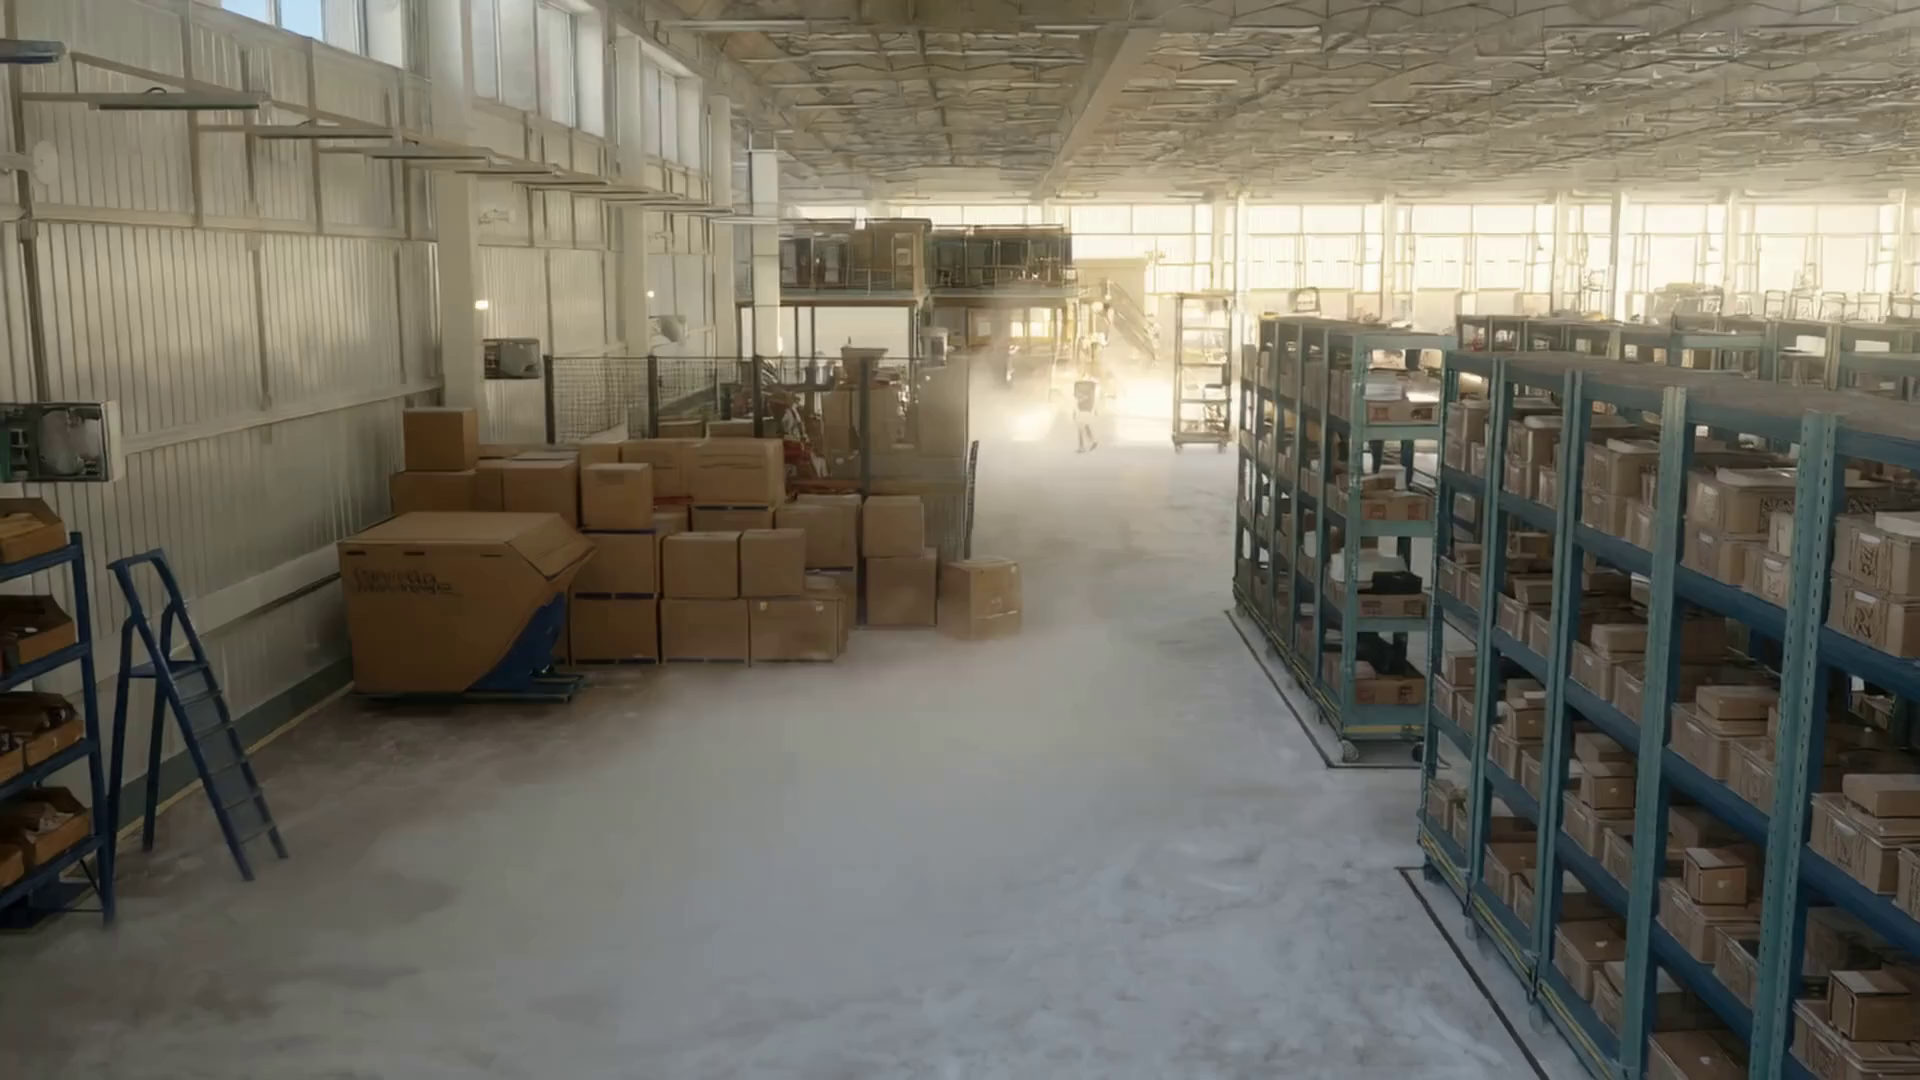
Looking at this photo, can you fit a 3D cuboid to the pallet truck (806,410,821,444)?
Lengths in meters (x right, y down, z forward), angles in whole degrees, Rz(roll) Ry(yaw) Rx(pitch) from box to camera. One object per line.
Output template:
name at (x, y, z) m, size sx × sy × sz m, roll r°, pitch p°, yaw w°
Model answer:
pallet truck at (-3.559, -2.018, 33.905) m, size 1.522 × 1.261 × 0.704 m, roll 0°, pitch 9°, yaw -1°

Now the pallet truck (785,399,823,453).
pallet truck at (-3.814, -2.432, 36.419) m, size 1.630 × 1.274 × 0.653 m, roll 0°, pitch 9°, yaw 1°

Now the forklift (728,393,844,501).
forklift at (-2.979, -1.316, 26.476) m, size 2.680 × 1.987 × 1.157 m, roll 0°, pitch 9°, yaw 1°

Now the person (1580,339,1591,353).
person at (25.499, -7.792, 67.678) m, size 0.785 × 1.884 × 0.644 m, roll 7°, pitch 11°, yaw 36°

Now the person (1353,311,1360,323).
person at (22.325, -12.005, 93.813) m, size 0.429 × 1.844 × 0.626 m, roll 5°, pitch 10°, yaw 28°

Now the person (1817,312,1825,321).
person at (45.794, -11.194, 88.629) m, size 0.448 × 1.900 × 0.600 m, roll -3°, pitch 10°, yaw -17°

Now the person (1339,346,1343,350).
person at (15.033, -7.429, 65.513) m, size 0.312 × 1.865 × 0.535 m, roll -2°, pitch 9°, yaw -12°

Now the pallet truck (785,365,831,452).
pallet truck at (-3.774, -2.976, 37.635) m, size 1.885 × 1.965 × 0.823 m, roll 1°, pitch 9°, yaw 5°

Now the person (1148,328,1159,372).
person at (7.872, -7.729, 67.667) m, size 0.329 × 1.767 × 0.528 m, roll -7°, pitch 12°, yaw -39°

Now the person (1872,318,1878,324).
person at (42.297, -9.333, 77.082) m, size 0.371 × 1.923 × 0.586 m, roll 6°, pitch 11°, yaw 33°

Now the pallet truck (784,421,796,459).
pallet truck at (-4.013, -1.793, 32.705) m, size 1.601 × 1.201 × 0.680 m, roll 0°, pitch 9°, yaw 1°

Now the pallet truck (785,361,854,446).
pallet truck at (-3.410, -3.193, 38.978) m, size 1.885 × 1.965 × 0.823 m, roll 0°, pitch 9°, yaw -1°

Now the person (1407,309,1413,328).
person at (25.594, -12.174, 94.628) m, size 0.398 × 1.918 × 0.586 m, roll 5°, pitch 11°, yaw 30°

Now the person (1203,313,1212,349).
person at (12.956, -10.897, 86.858) m, size 0.582 × 1.881 × 0.351 m, roll -5°, pitch 10°, yaw -28°

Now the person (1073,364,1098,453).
person at (2.815, -2.954, 37.415) m, size 0.628 × 2.024 × 0.491 m, roll -7°, pitch 12°, yaw -37°

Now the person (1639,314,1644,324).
person at (35.302, -10.810, 86.481) m, size 0.582 × 1.829 × 0.642 m, roll 7°, pitch 11°, yaw 36°

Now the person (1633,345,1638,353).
person at (24.012, -6.413, 59.132) m, size 0.738 × 1.905 × 0.582 m, roll -1°, pitch 9°, yaw -7°

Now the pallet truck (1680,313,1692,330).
pallet truck at (36.315, -10.531, 84.244) m, size 0.823 × 1.965 × 1.885 m, roll -6°, pitch 11°, yaw -33°

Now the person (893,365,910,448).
person at (-1.347, -3.113, 38.760) m, size 0.407 × 1.910 × 0.639 m, roll 1°, pitch 9°, yaw 3°

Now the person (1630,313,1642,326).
person at (34.640, -10.672, 85.291) m, size 0.374 × 1.939 × 0.629 m, roll -8°, pitch 12°, yaw -40°

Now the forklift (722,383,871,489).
forklift at (-2.893, -1.687, 28.729) m, size 2.680 × 1.987 × 1.157 m, roll 0°, pitch 9°, yaw -1°

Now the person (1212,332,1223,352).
person at (10.969, -8.243, 70.349) m, size 0.613 × 1.939 × 0.877 m, roll -9°, pitch 13°, yaw -44°

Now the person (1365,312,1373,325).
person at (21.228, -10.861, 86.431) m, size 0.406 × 1.947 × 0.607 m, roll -1°, pitch 9°, yaw -8°

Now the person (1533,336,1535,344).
person at (22.804, -7.583, 66.362) m, size 0.967 × 1.885 × 0.571 m, roll 8°, pitch 12°, yaw 42°
